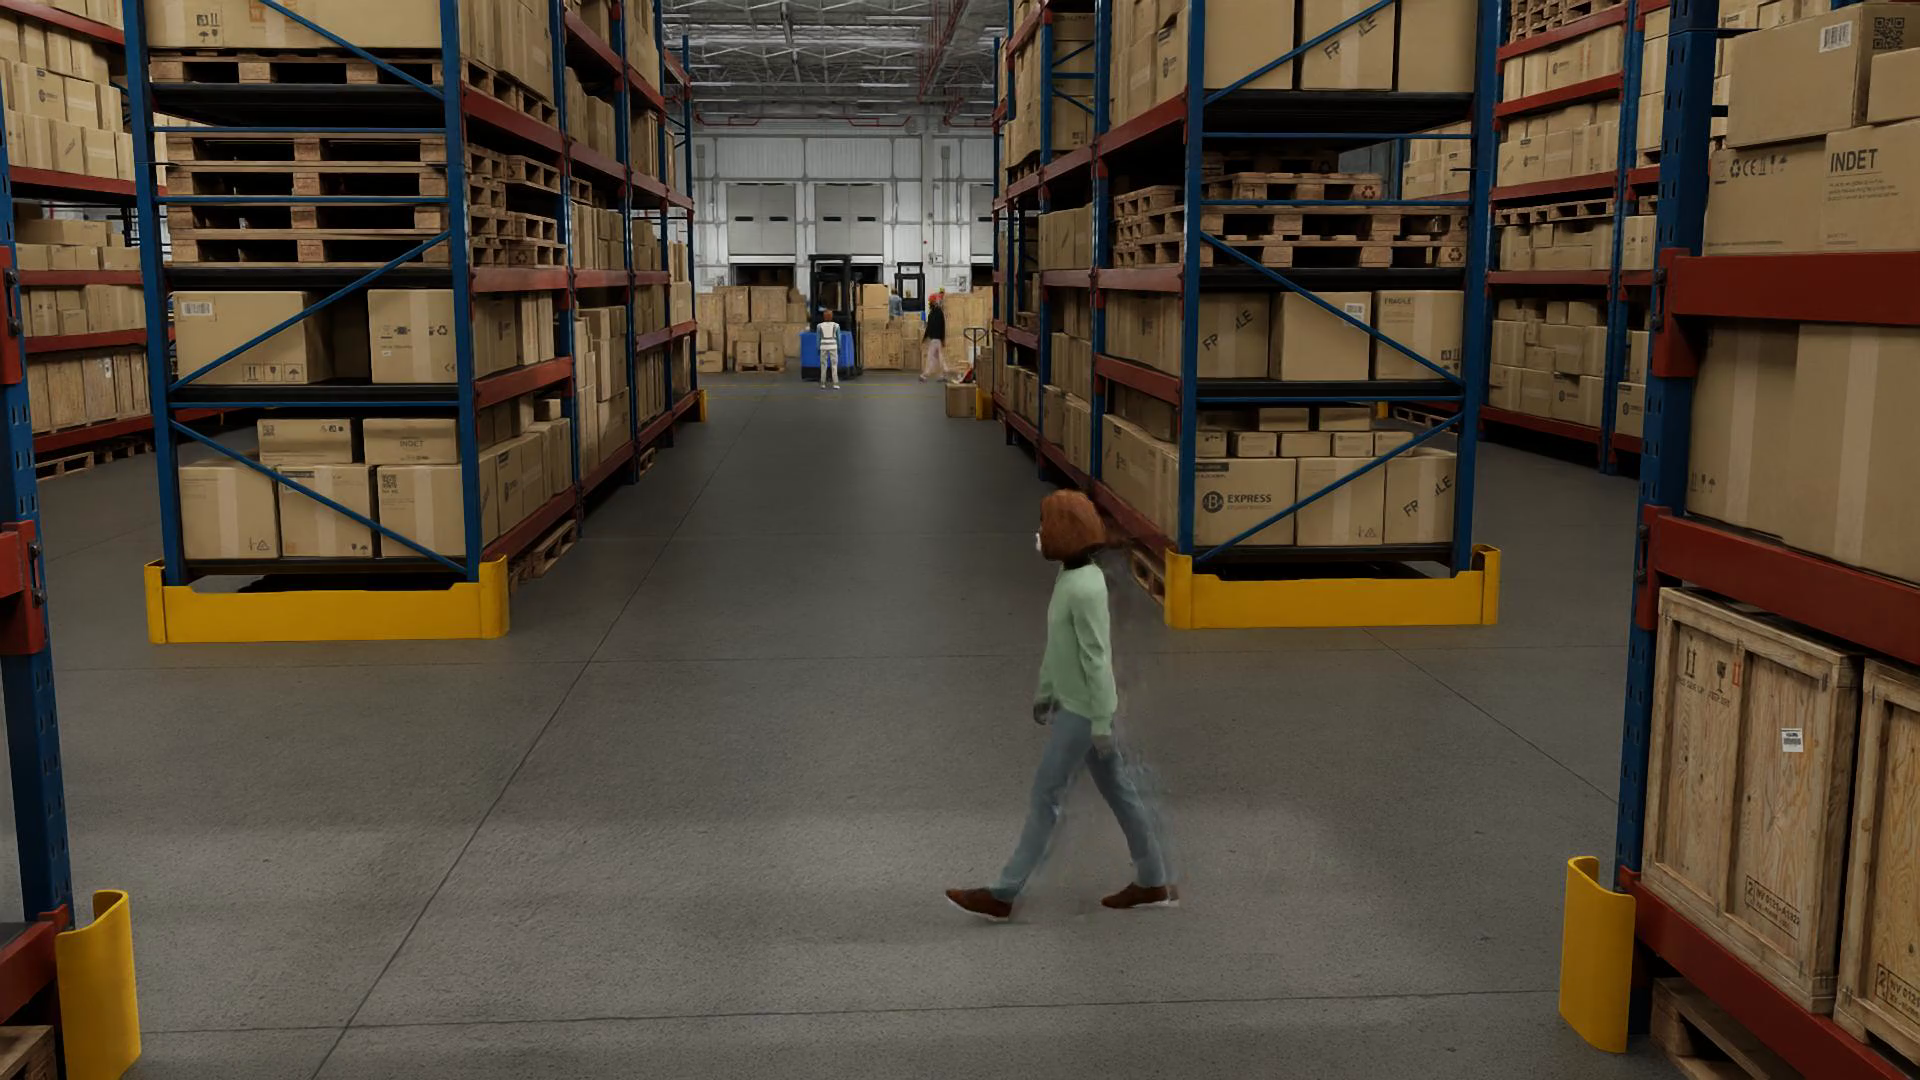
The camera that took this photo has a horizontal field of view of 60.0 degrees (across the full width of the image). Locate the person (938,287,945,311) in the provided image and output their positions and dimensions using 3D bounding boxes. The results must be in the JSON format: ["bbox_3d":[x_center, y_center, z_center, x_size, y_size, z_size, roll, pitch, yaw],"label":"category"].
[{"bbox_3d":[-0.641,-8.305,60.966,0.593,1.924,0.380,-1,9,-6],"label":"person"}]

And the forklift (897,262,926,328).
[{"bbox_3d":[-1.780,-8.547,59.498,1.129,2.768,1.873,-1,9,-4],"label":"forklift"}]

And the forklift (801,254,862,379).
[{"bbox_3d":[-2.942,-5.091,37.797,1.129,2.768,1.873,1,9,6],"label":"forklift"}]

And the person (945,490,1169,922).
[{"bbox_3d":[0.386,0.608,6.060,0.862,1.583,0.527,0,9,-1],"label":"person"}]

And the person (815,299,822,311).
[{"bbox_3d":[-4.593,-6.933,53.089,0.455,1.678,0.548,2,9,14],"label":"person"}]

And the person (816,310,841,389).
[{"bbox_3d":[-2.721,-3.947,34.486,0.516,1.645,0.308,1,9,4],"label":"person"}]

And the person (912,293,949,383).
[{"bbox_3d":[-0.656,-4.403,36.384,0.976,1.950,0.622,-3,9,-17],"label":"person"}]

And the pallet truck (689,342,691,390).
[{"bbox_3d":[-5.225,-3.008,27.480,1.885,1.965,0.823,2,9,14],"label":"pallet truck"}]

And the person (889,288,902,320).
[{"bbox_3d":[-2.300,-7.826,57.974,0.636,1.928,0.380,4,10,23],"label":"person"}]
